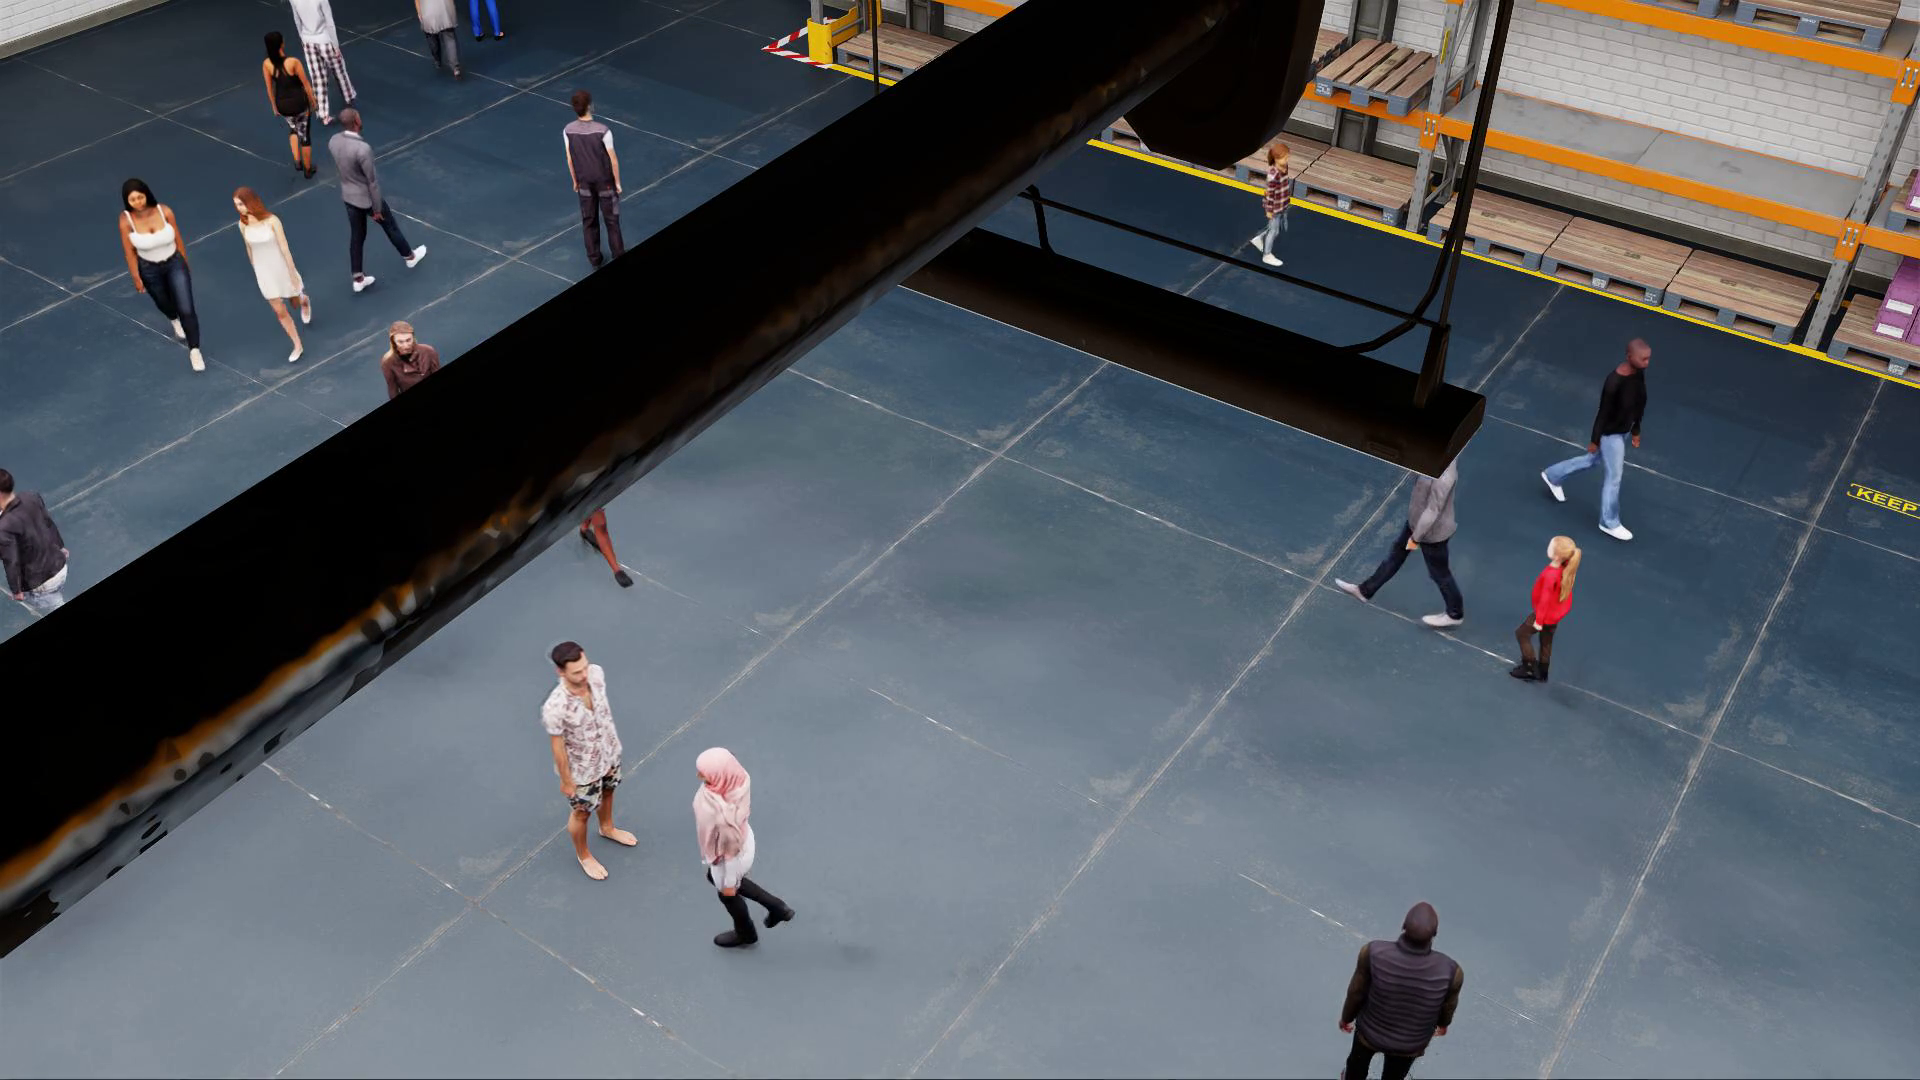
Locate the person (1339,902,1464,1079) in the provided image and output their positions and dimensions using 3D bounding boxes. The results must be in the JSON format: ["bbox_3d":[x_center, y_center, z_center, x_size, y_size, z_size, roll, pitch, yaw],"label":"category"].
[{"bbox_3d":[2.257,2.593,8.721,0.781,1.829,0.882,11,40,13],"label":"person"}]

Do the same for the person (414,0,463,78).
[{"bbox_3d":[-6.331,-6.387,20.166,0.998,1.579,1.130,-12,40,-14],"label":"person"}]

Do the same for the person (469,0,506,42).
[{"bbox_3d":[-6.107,-7.171,21.050,0.678,1.700,0.769,-1,39,-1],"label":"person"}]

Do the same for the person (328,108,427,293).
[{"bbox_3d":[-5.833,-3.236,16.074,1.095,1.760,0.885,17,42,20],"label":"person"}]

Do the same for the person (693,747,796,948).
[{"bbox_3d":[-1.237,1.833,9.709,0.924,1.784,0.864,-1,39,-2],"label":"person"}]

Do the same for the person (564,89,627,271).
[{"bbox_3d":[-3.584,-3.531,16.373,0.679,1.848,0.793,4,39,5],"label":"person"}]

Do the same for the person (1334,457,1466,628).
[{"bbox_3d":[3.506,-0.094,12.101,1.309,1.809,1.061,5,39,6],"label":"person"}]

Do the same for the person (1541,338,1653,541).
[{"bbox_3d":[5.096,-0.883,13.160,0.739,1.720,1.165,-31,48,-33],"label":"person"}]

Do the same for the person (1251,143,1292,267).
[{"bbox_3d":[3.099,-3.374,16.622,0.606,1.293,0.535,22,43,25],"label":"person"}]

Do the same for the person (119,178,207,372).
[{"bbox_3d":[-7.261,-2.478,15.121,1.034,1.765,1.286,-17,42,-20],"label":"person"}]

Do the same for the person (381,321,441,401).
[{"bbox_3d":[-4.346,-1.089,13.457,0.903,1.671,1.139,-19,42,-22],"label":"person"}]

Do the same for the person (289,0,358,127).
[{"bbox_3d":[-7.374,-5.646,19.065,1.180,1.794,1.108,2,39,2],"label":"person"}]

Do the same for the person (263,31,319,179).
[{"bbox_3d":[-7.231,-4.677,17.965,0.695,1.653,0.770,1,39,1],"label":"person"}]

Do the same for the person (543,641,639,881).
[{"bbox_3d":[-2.324,1.318,10.330,0.577,1.814,0.691,19,42,22],"label":"person"}]

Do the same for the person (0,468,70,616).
[{"bbox_3d":[-6.353,0.242,11.667,0.796,1.825,0.776,0,39,0],"label":"person"}]

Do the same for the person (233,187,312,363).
[{"bbox_3d":[-6.241,-2.499,15.215,0.990,1.681,0.964,-1,39,-1],"label":"person"}]

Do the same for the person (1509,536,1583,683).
[{"bbox_3d":[4.202,0.524,11.755,0.537,1.275,0.544,-30,47,-32],"label":"person"}]
